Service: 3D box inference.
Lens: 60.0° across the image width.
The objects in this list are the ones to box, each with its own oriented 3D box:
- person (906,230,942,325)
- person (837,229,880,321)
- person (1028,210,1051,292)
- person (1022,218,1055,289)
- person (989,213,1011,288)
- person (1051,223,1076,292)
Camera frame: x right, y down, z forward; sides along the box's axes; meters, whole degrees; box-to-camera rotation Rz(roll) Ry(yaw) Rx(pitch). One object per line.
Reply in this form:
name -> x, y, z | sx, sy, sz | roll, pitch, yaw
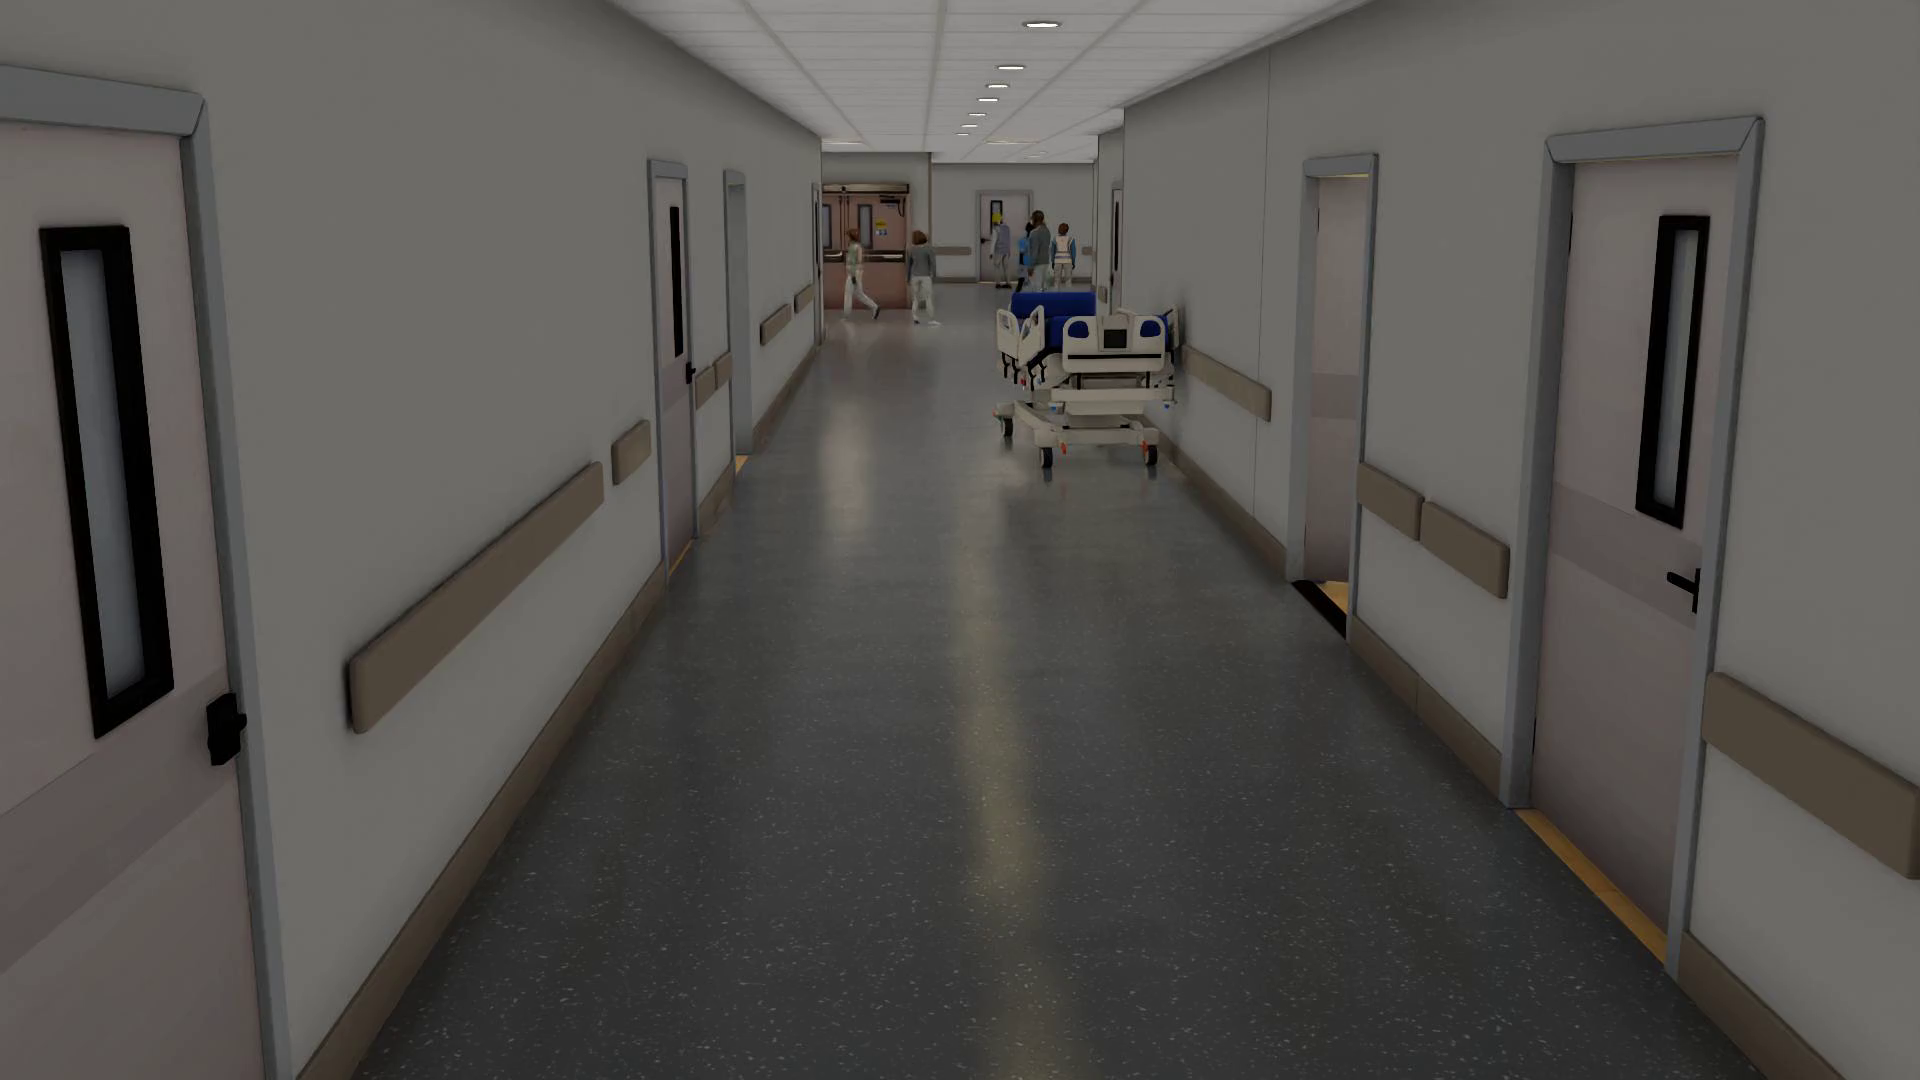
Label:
person -> -0.606, -4.458, 28.281 | 0.664, 1.605, 0.336 | 5, 13, 23
person -> -1.786, -4.621, 29.045 | 0.684, 1.618, 0.521 | 3, 12, 15
person -> 1.360, -4.771, 28.994 | 0.372, 1.940, 0.630 | 5, 13, 25
person -> 1.912, -6.764, 39.316 | 0.942, 1.683, 0.502 | 0, 12, -1
person -> 0.974, -6.896, 39.740 | 0.422, 1.793, 0.605 | 11, 16, 43
person -> 2.109, -5.640, 33.958 | 0.511, 1.641, 0.308 | 3, 12, 14
